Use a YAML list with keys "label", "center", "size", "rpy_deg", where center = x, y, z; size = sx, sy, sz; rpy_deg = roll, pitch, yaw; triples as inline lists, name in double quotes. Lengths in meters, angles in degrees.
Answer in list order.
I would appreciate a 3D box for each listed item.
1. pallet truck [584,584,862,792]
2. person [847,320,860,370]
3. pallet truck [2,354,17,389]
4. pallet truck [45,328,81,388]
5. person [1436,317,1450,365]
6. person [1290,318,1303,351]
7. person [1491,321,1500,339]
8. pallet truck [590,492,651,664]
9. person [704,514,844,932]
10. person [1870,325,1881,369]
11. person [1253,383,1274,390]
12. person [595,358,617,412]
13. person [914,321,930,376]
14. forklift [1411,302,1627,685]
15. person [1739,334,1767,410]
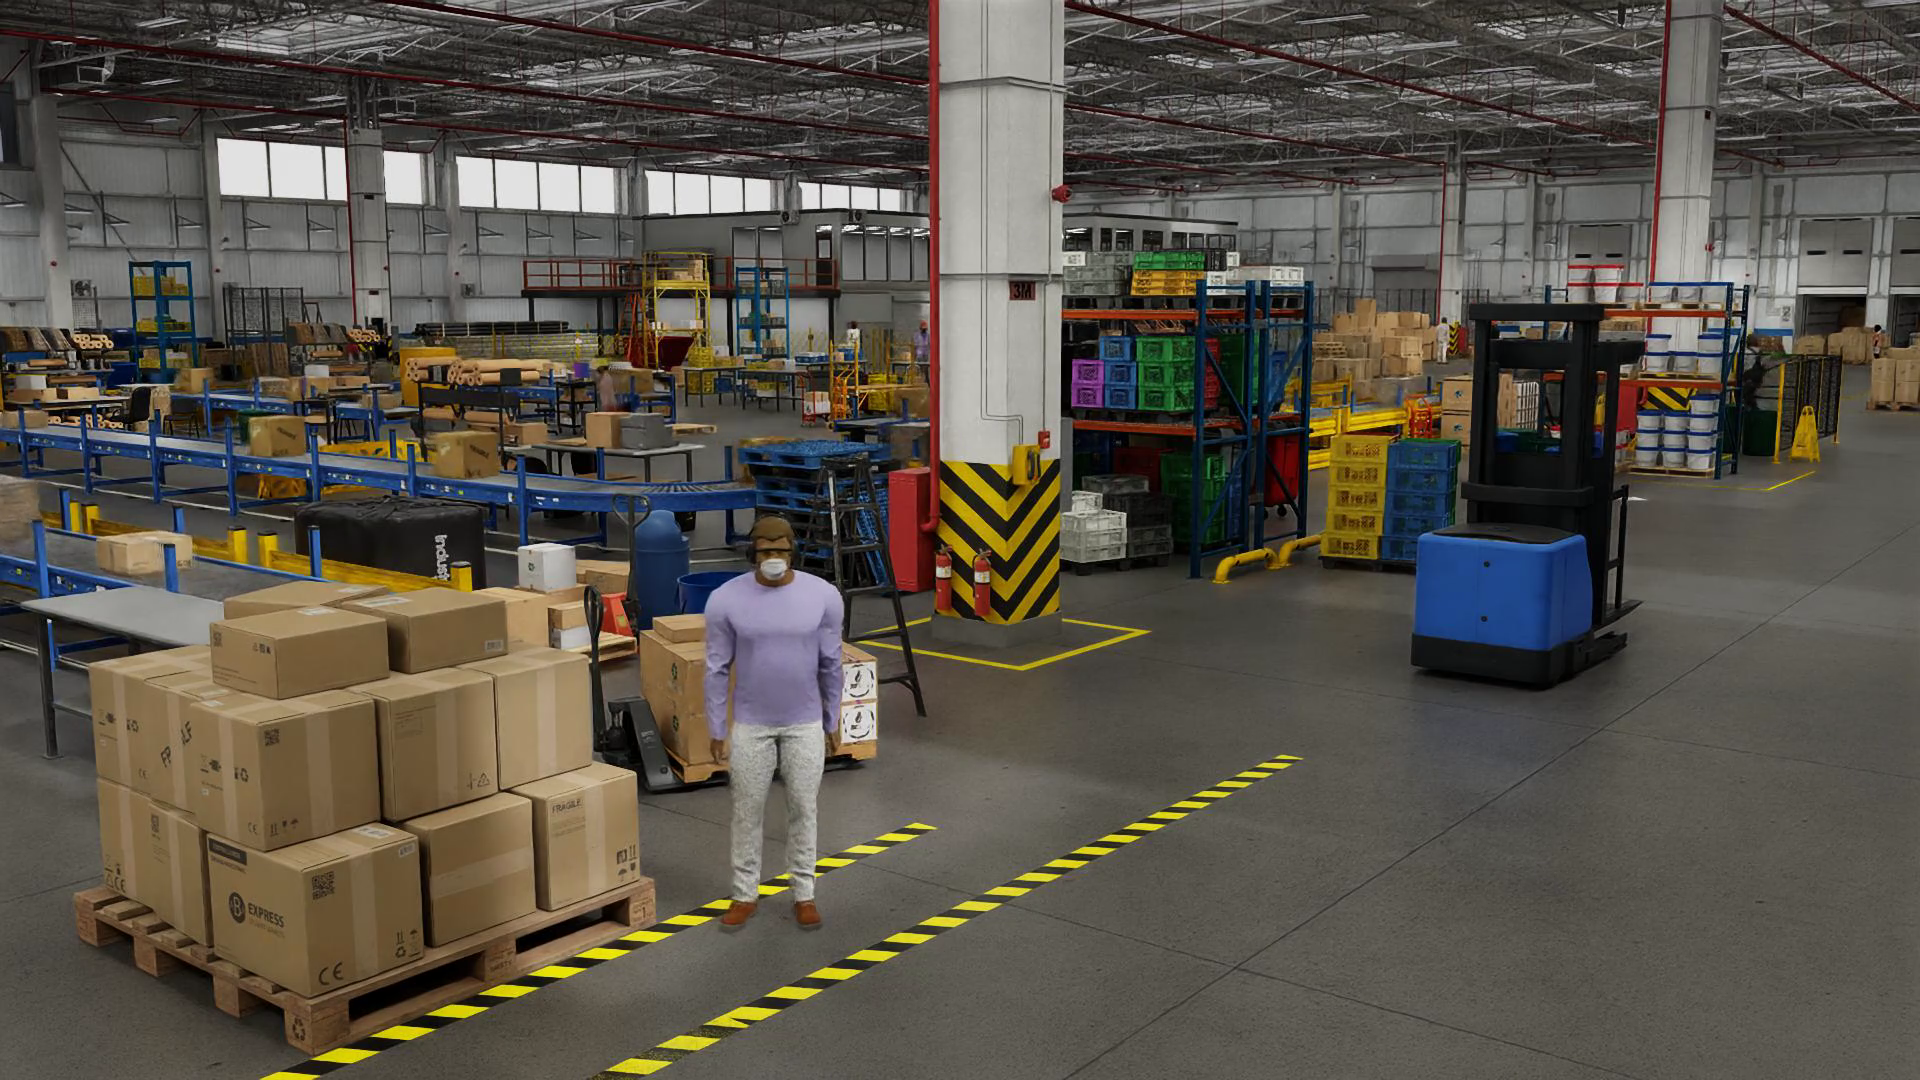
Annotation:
- label: "pallet truck"
  center: [-1.426, 0.805, 10.019]
  size: [1.601, 1.201, 0.680]
  rpy_deg: [-4, 9, -26]
- label: "person"
  center: [-3.997, -7.318, 62.573]
  size: [0.584, 1.882, 0.337]
  rpy_deg: [-7, 11, -38]
- label: "pallet truck"
  center: [-24.881, -4.417, 42.634]
  size: [1.885, 1.965, 0.823]
  rpy_deg: [8, 11, 41]
- label: "pallet truck"
  center: [-23.775, -4.544, 43.495]
  size: [1.885, 1.965, 0.823]
  rpy_deg: [6, 10, 35]
- label: "person"
  center: [19.618, -8.085, 67.561]
  size: [0.376, 1.940, 0.629]
  rpy_deg: [-5, 10, -32]
- label: "person"
  center: [16.112, -9.779, 79.370]
  size: [0.661, 1.812, 0.824]
  rpy_deg: [3, 9, 21]
- label: "person"
  center: [18.971, -6.864, 59.136]
  size: [0.375, 1.997, 0.612]
  rpy_deg: [0, 8, -3]
- label: "pallet truck"
  center: [-3.115, 0.344, 12.883]
  size: [0.653, 1.274, 1.630]
  rpy_deg: [7, 11, 37]
- label: "person"
  center: [-0.833, 0.833, 7.513]
  size: [0.631, 1.929, 0.391]
  rpy_deg: [-1, 9, -9]
- label: "person"
  center: [35.287, -7.443, 64.047]
  size: [0.315, 1.696, 0.540]
  rpy_deg: [6, 10, 36]
- label: "person"
  center: [5.715, -2.642, 31.750]
  size: [0.557, 1.660, 0.793]
  rpy_deg: [8, 11, 42]
- label: "person"
  center: [-6.402, -2.400, 29.886]
  size: [0.704, 1.739, 0.540]
  rpy_deg: [-4, 9, -26]
- label: "person"
  center: [-1.167, -5.927, 52.698]
  size: [0.605, 2.032, 0.573]
  rpy_deg: [-2, 9, -14]
- label: "forklift"
  center: [4.379, -0.438, 12.852]
  size: [1.129, 2.768, 1.873]
  rpy_deg: [7, 11, 37]
- label: "person"
  center: [17.971, -3.730, 37.861]
  size: [0.685, 2.000, 0.995]
  rpy_deg: [-3, 9, -22]
